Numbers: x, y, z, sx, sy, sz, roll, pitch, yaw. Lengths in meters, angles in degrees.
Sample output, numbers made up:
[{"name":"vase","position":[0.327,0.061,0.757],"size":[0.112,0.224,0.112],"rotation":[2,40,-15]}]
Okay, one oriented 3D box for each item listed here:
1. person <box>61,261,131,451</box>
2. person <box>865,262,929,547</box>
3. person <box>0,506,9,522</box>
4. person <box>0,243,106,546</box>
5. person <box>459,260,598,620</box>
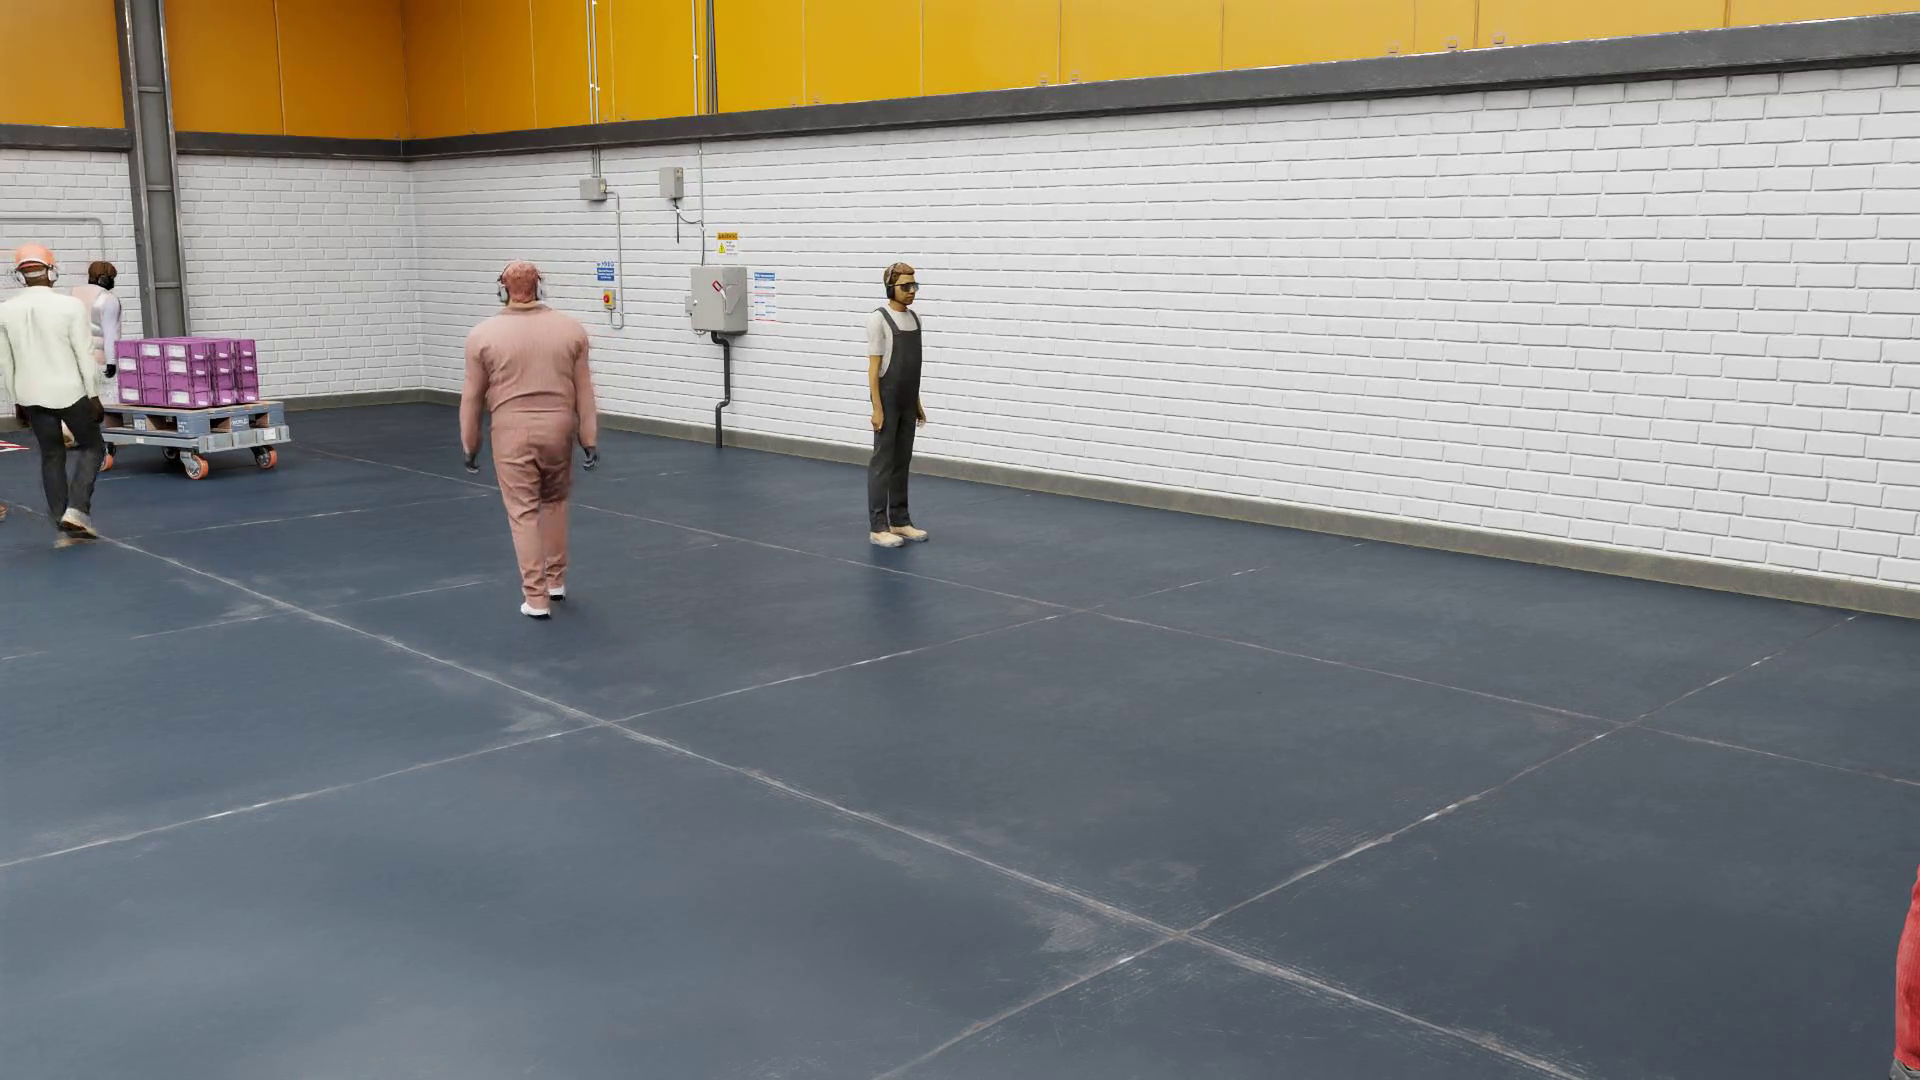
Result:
[{"name":"person","position":[-8.238,-1.743,15.746],"size":[0.670,1.794,0.873],"rotation":[4,11,20]},{"name":"person","position":[-0.409,-0.886,10.911],"size":[0.349,1.846,0.506],"rotation":[7,13,35]},{"name":"person","position":[-7.017,-1.082,11.727],"size":[0.373,1.940,0.628],"rotation":[-4,11,-23]},{"name":"person","position":[-5.897,-0.938,10.849],"size":[0.636,1.969,0.439],"rotation":[0,10,-1]},{"name":"person","position":[-2.333,-0.544,8.919],"size":[0.687,1.880,0.719],"rotation":[-5,12,-27]}]
